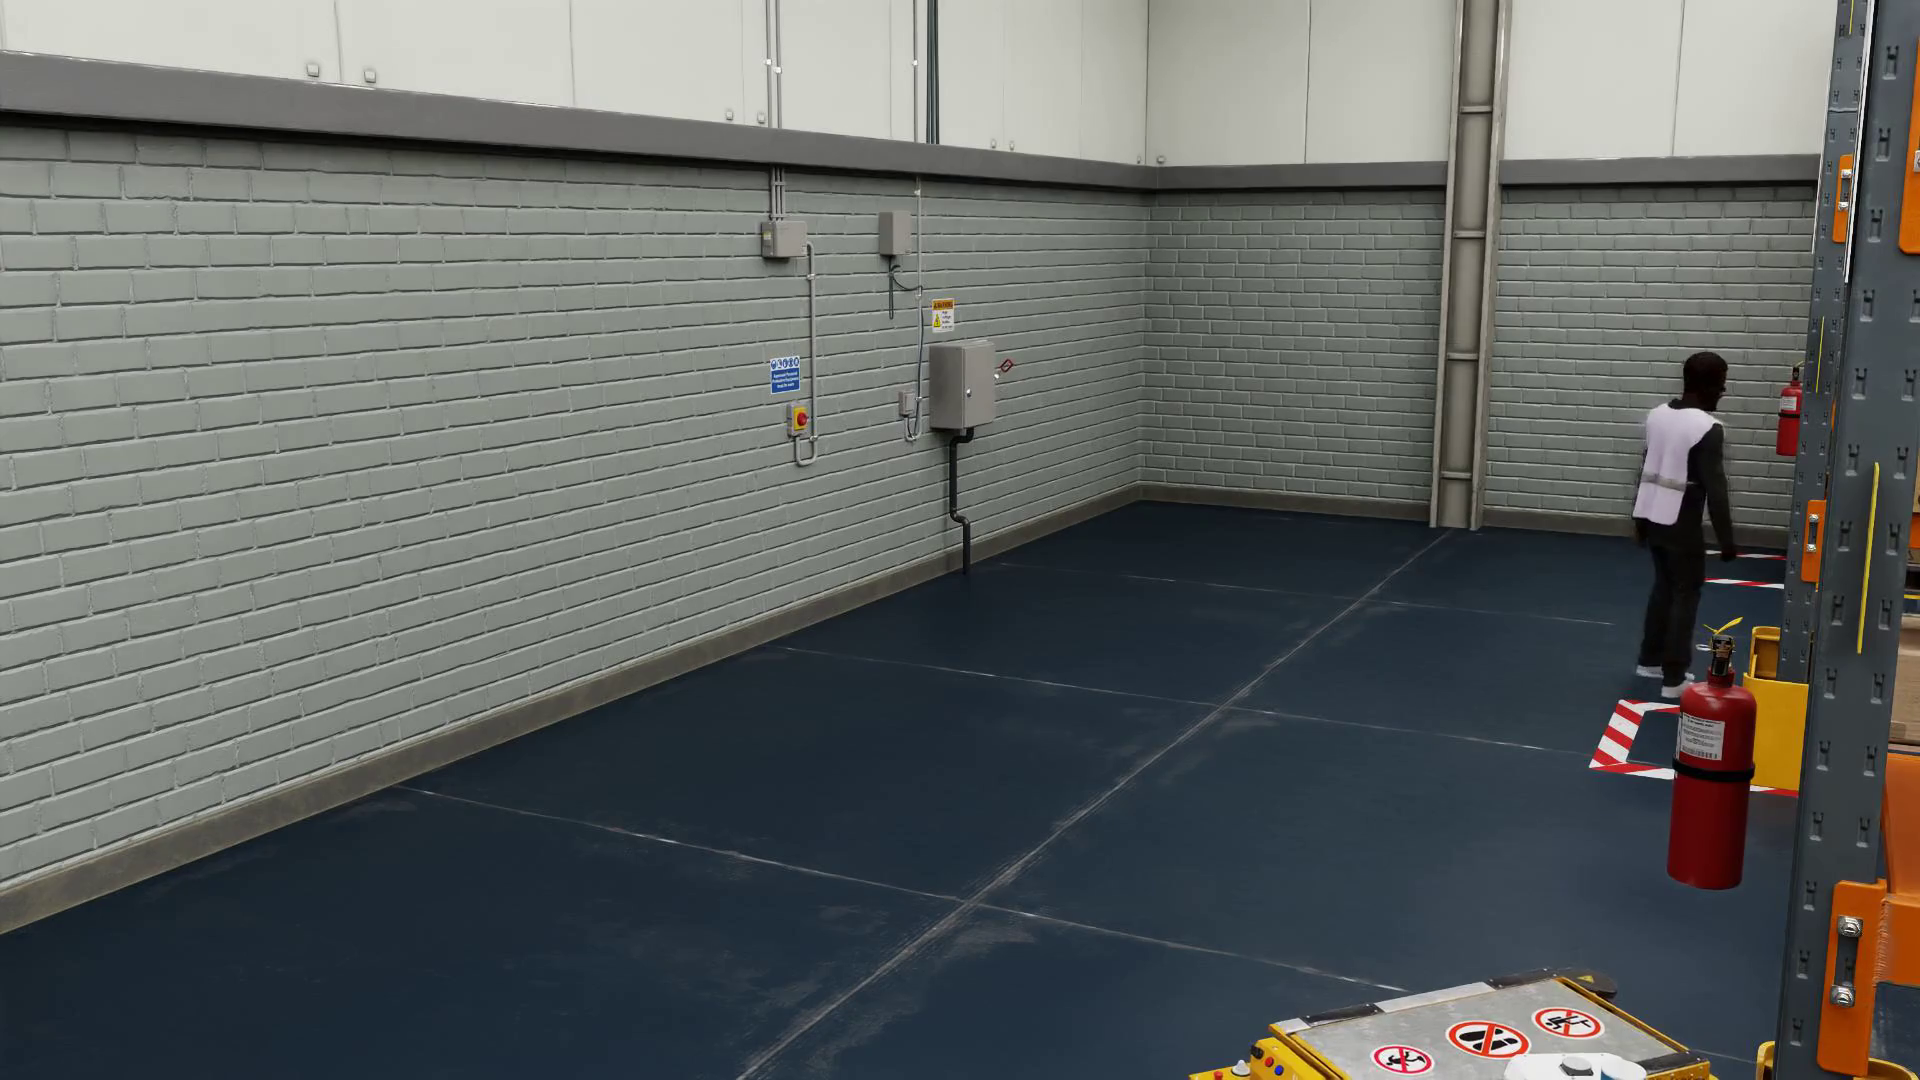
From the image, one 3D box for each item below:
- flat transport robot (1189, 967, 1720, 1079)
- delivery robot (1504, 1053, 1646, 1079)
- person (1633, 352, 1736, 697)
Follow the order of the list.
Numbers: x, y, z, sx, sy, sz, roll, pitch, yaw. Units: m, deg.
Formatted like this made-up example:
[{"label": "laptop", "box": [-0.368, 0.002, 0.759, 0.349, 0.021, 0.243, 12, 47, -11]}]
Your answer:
[{"label": "flat transport robot", "box": [1.439, 1.529, 4.737, 1.431, 0.197, 0.652, -4, 11, -21]}, {"label": "delivery robot", "box": [1.564, 1.483, 3.959, 0.477, 0.478, 0.707, 0, 10, -2]}, {"label": "person", "box": [3.945, -0.084, 9.128, 0.454, 1.887, 0.625, -1, 10, -6]}]
